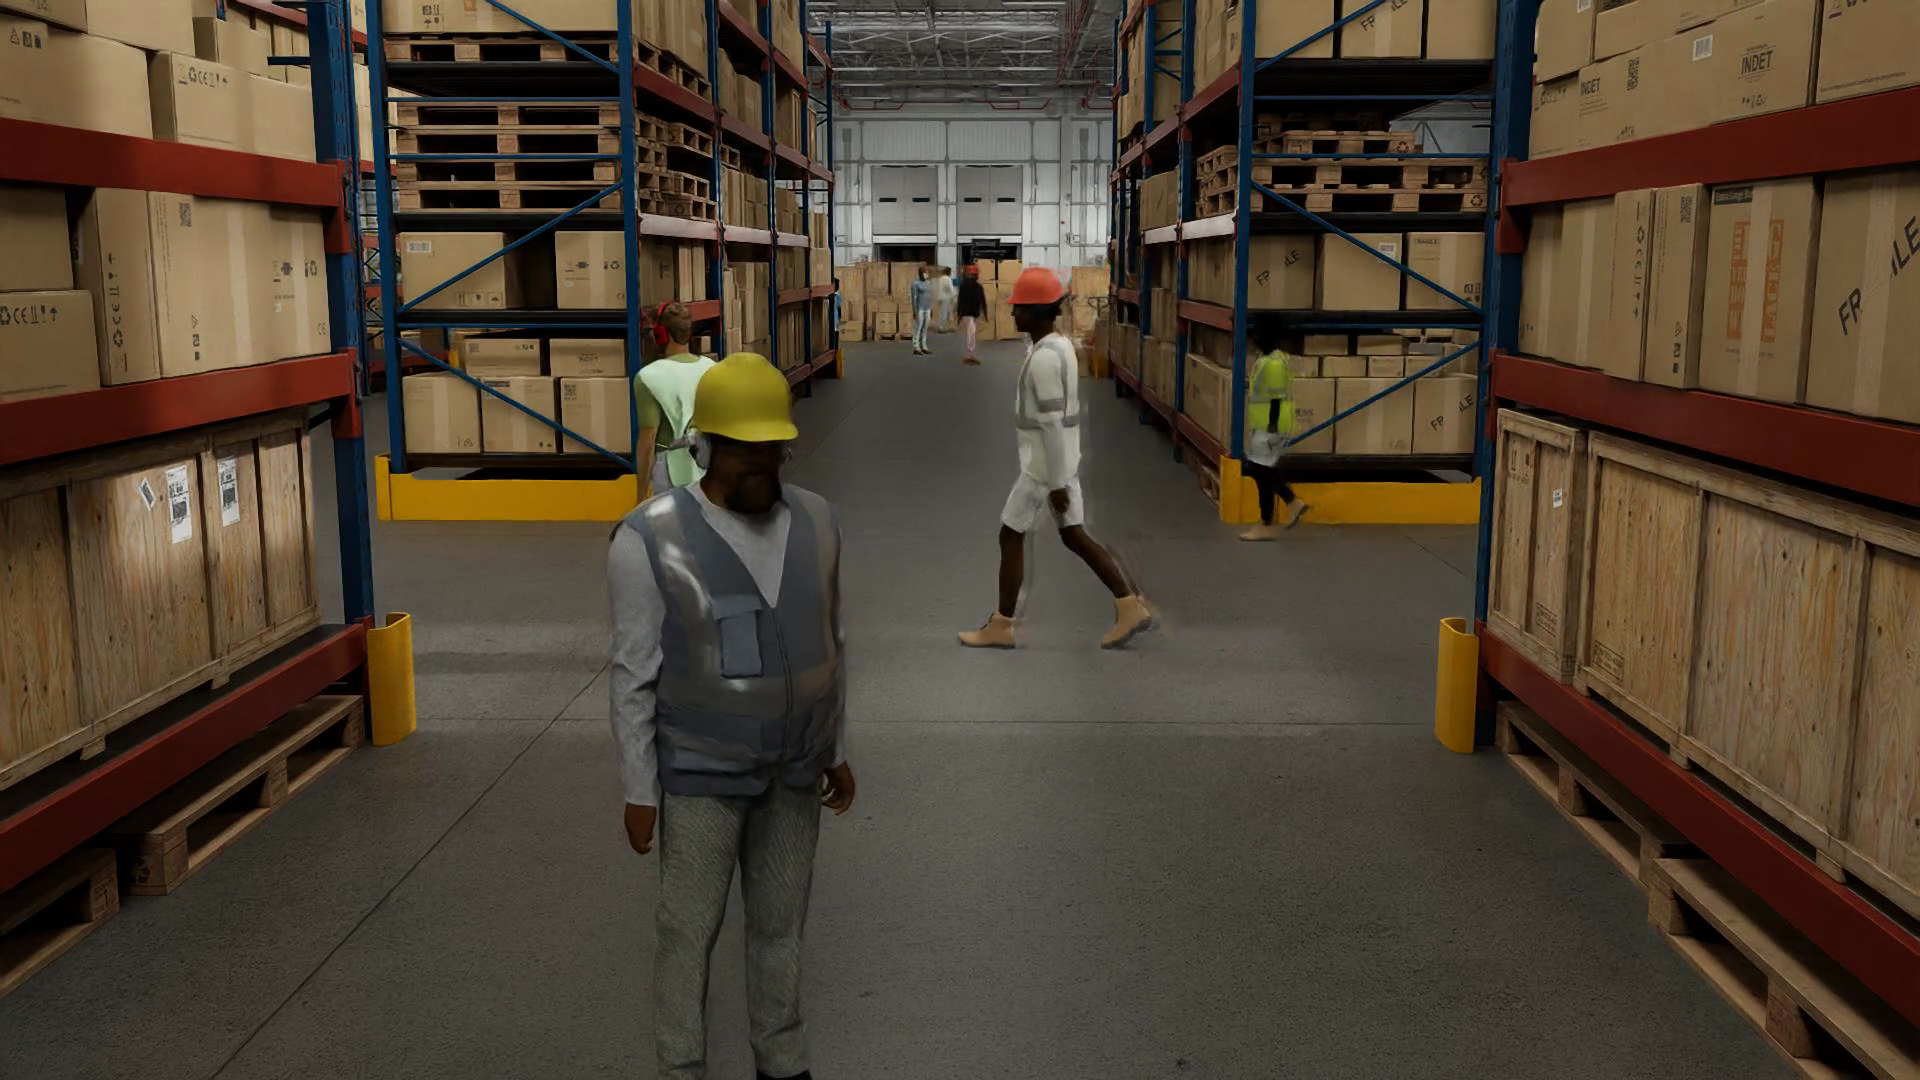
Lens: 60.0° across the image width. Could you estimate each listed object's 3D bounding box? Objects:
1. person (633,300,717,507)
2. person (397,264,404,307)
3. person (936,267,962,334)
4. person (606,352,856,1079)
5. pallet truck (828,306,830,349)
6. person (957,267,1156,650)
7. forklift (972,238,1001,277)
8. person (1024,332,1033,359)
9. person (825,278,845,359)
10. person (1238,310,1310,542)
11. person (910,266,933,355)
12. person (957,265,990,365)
[{"bbox_3d":[-1.356,-0.257,8.236,0.382,1.838,0.566,7,12,36],"label":"person"},{"bbox_3d":[-18.827,-8.333,55.986,0.710,2.000,0.705,4,10,21],"label":"person"},{"bbox_3d":[-0.294,-6.778,47.095,0.955,1.898,0.642,-4,10,-21],"label":"person"},{"bbox_3d":[-0.488,0.492,3.756,0.600,1.827,0.404,-7,12,-36],"label":"person"},{"bbox_3d":[-3.100,-3.940,29.800,1.885,1.965,0.823,3,10,19],"label":"pallet truck"},{"bbox_3d":[0.529,-0.402,8.594,1.008,2.010,0.601,3,10,16],"label":"person"},{"bbox_3d":[0.882,-8.750,55.973,1.129,2.768,1.873,-1,10,-5],"label":"forklift"},{"bbox_3d":[1.349,-4.185,31.772,0.653,1.832,0.604,6,11,31],"label":"person"},{"bbox_3d":[-2.644,-4.630,34.843,0.320,1.692,0.531,-8,12,-39],"label":"person"},{"bbox_3d":[2.274,-0.820,12.026,0.442,1.681,0.547,0,9,3],"label":"person"},{"bbox_3d":[-0.825,-5.028,36.496,0.377,1.940,0.629,8,12,39],"label":"person"},{"bbox_3d":[0.308,-4.424,32.794,0.822,1.958,0.632,9,13,42],"label":"person"}]
